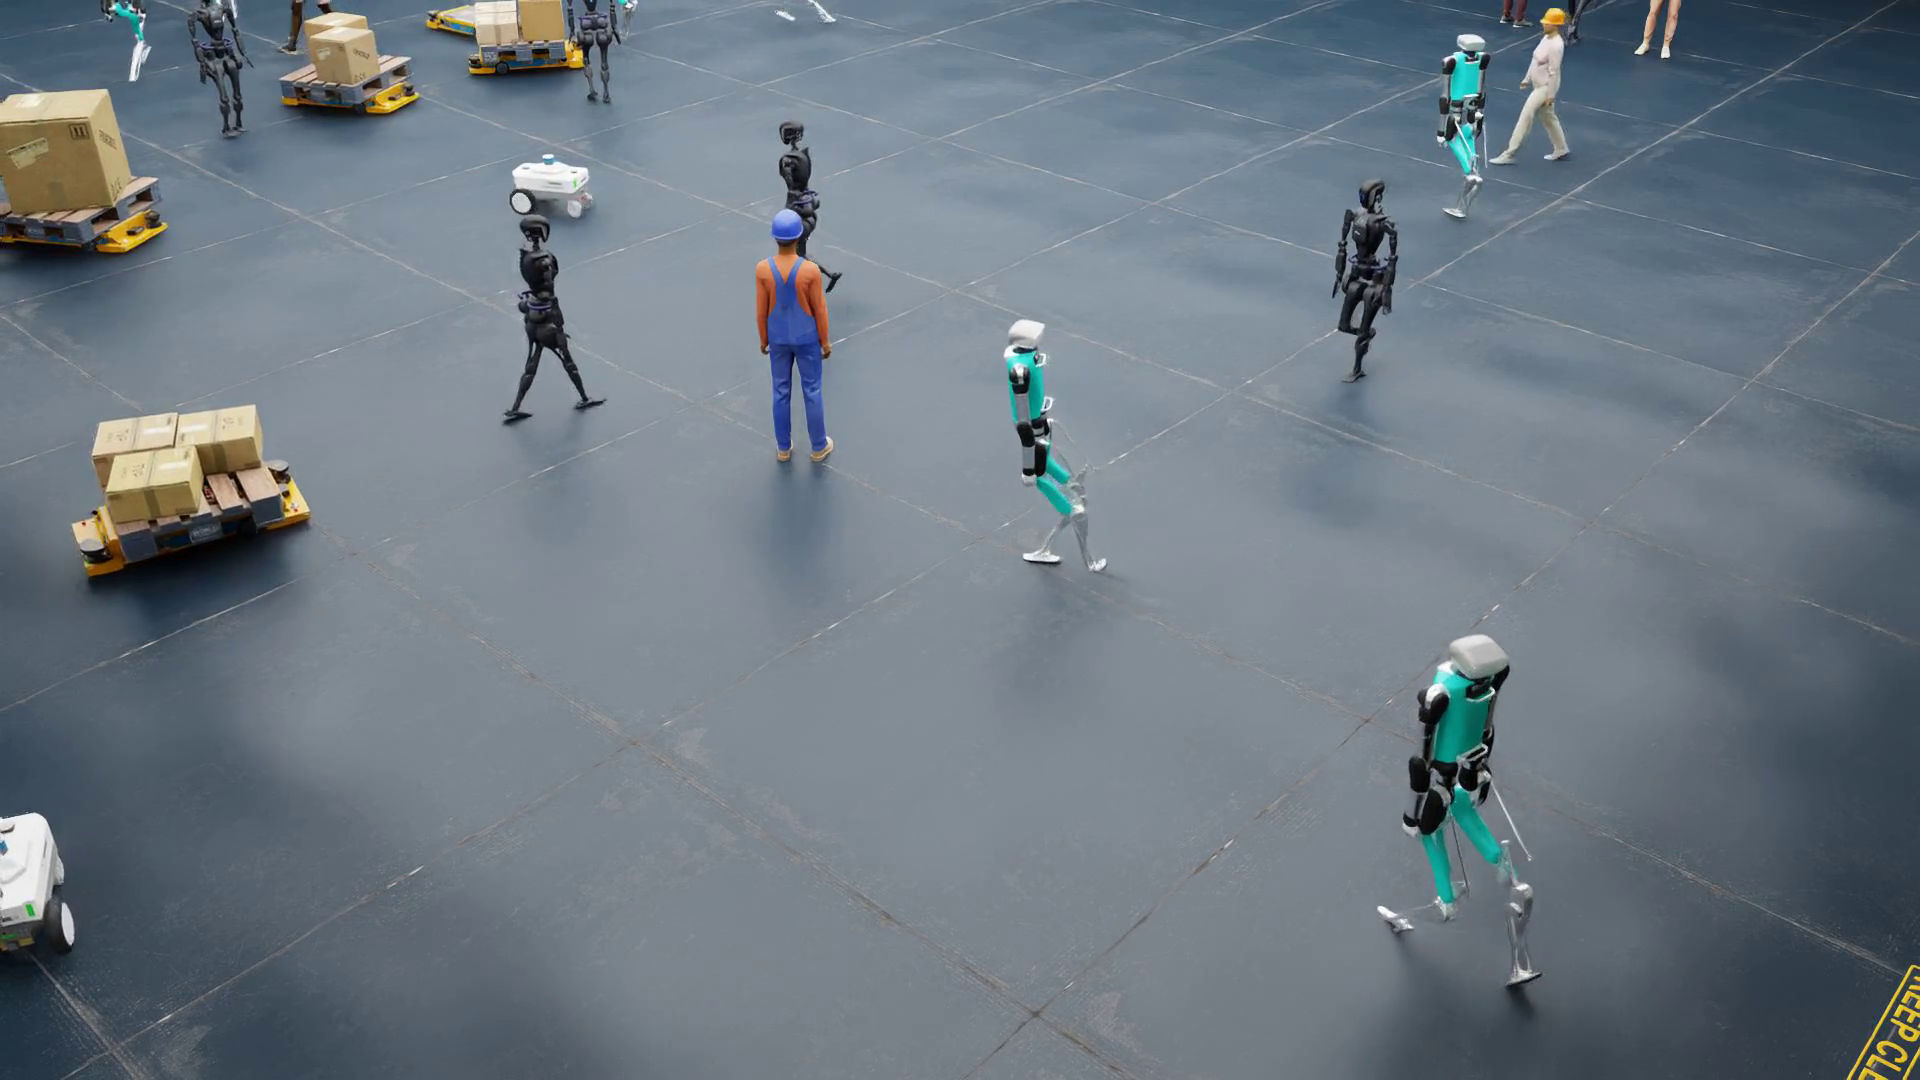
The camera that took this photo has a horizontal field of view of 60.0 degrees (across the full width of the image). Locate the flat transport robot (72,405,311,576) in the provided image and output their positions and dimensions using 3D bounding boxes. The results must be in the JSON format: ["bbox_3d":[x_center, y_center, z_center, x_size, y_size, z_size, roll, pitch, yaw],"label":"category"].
[{"bbox_3d":[-5.281,-0.168,11.424,1.431,0.231,0.659,-18,36,-27],"label":"flat transport robot"}]

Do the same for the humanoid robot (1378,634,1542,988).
[{"bbox_3d":[2.451,1.335,7.647,0.541,1.784,0.982,-21,38,-30],"label":"humanoid robot"}]

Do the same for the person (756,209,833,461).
[{"bbox_3d":[-1.190,-1.447,11.929,0.521,1.911,0.360,3,32,5],"label":"person"}]

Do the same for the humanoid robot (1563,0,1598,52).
[{"bbox_3d":[7.948,-7.111,21.317,0.592,1.625,0.792,26,40,35],"label":"humanoid robot"}]

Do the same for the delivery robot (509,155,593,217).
[{"bbox_3d":[-4.069,-3.542,16.578,0.775,0.585,0.499,7,33,11],"label":"delivery robot"}]

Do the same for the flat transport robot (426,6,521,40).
[{"bbox_3d":[-6.444,-6.932,22.316,1.431,0.231,0.659,21,38,30],"label":"flat transport robot"}]

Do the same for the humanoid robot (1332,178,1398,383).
[{"bbox_3d":[3.267,-2.073,13.164,0.507,1.644,0.588,-24,39,-33],"label":"humanoid robot"}]

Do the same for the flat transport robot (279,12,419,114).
[{"bbox_3d":[-7.202,-5.258,19.621,1.431,0.231,0.659,9,33,14],"label":"flat transport robot"}]

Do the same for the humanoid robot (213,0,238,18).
[{"bbox_3d":[-10.089,-7.958,22.590,0.550,1.799,0.724,-15,35,-23],"label":"humanoid robot"}]

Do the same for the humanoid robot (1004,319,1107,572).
[{"bbox_3d":[0.675,-0.508,10.685,0.790,1.886,0.543,4,32,7],"label":"humanoid robot"}]

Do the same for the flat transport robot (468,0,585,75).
[{"bbox_3d":[-5.462,-6.117,21.003,1.431,0.231,0.659,-7,33,-11],"label":"flat transport robot"}]

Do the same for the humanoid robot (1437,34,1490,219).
[{"bbox_3d":[4.952,-3.882,16.111,0.540,1.883,0.757,-15,35,-22],"label":"humanoid robot"}]

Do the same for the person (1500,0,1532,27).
[{"bbox_3d":[7.603,-7.822,22.294,0.380,1.806,0.548,-16,35,-24],"label":"person"}]

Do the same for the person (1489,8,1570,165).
[{"bbox_3d":[6.160,-4.774,17.515,0.859,1.654,0.464,3,32,4],"label":"person"}]

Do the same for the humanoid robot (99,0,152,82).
[{"bbox_3d":[-10.193,-6.606,20.454,0.561,1.770,1.037,-4,32,-6],"label":"humanoid robot"}]

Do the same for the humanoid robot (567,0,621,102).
[{"bbox_3d":[-4.283,-5.963,19.423,0.612,1.640,0.393,-12,34,-18],"label":"humanoid robot"}]

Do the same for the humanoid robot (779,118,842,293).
[{"bbox_3d":[-1.316,-2.797,14.331,0.507,1.642,0.607,6,32,9],"label":"humanoid robot"}]

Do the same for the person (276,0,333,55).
[{"bbox_3d":[-8.365,-7.093,21.025,0.667,1.900,1.004,14,35,21],"label":"person"}]

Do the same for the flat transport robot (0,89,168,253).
[{"bbox_3d":[-8.467,-3.023,16.021,1.431,0.231,0.659,7,32,11],"label":"flat transport robot"}]

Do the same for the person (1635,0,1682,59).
[{"bbox_3d":[8.975,-7.053,20.989,0.517,1.876,0.349,17,36,25],"label":"person"}]

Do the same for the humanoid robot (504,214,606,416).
[{"bbox_3d":[-3.177,-1.693,12.607,0.791,1.636,0.589,-19,36,-27],"label":"humanoid robot"}]

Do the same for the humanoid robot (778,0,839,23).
[{"bbox_3d":[-2.175,-7.815,22.393,1.017,1.780,0.530,11,33,17],"label":"humanoid robot"}]

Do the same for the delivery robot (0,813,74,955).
[{"bbox_3d":[-4.655,1.690,8.147,0.499,0.580,0.757,-11,33,-17],"label":"delivery robot"}]

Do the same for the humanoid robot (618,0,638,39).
[{"bbox_3d":[-4.461,-7.404,21.755,0.724,1.855,0.531,7,33,11],"label":"humanoid robot"}]

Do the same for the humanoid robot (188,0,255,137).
[{"bbox_3d":[-8.105,-5.302,18.359,0.445,1.653,0.614,24,39,33],"label":"humanoid robot"}]
